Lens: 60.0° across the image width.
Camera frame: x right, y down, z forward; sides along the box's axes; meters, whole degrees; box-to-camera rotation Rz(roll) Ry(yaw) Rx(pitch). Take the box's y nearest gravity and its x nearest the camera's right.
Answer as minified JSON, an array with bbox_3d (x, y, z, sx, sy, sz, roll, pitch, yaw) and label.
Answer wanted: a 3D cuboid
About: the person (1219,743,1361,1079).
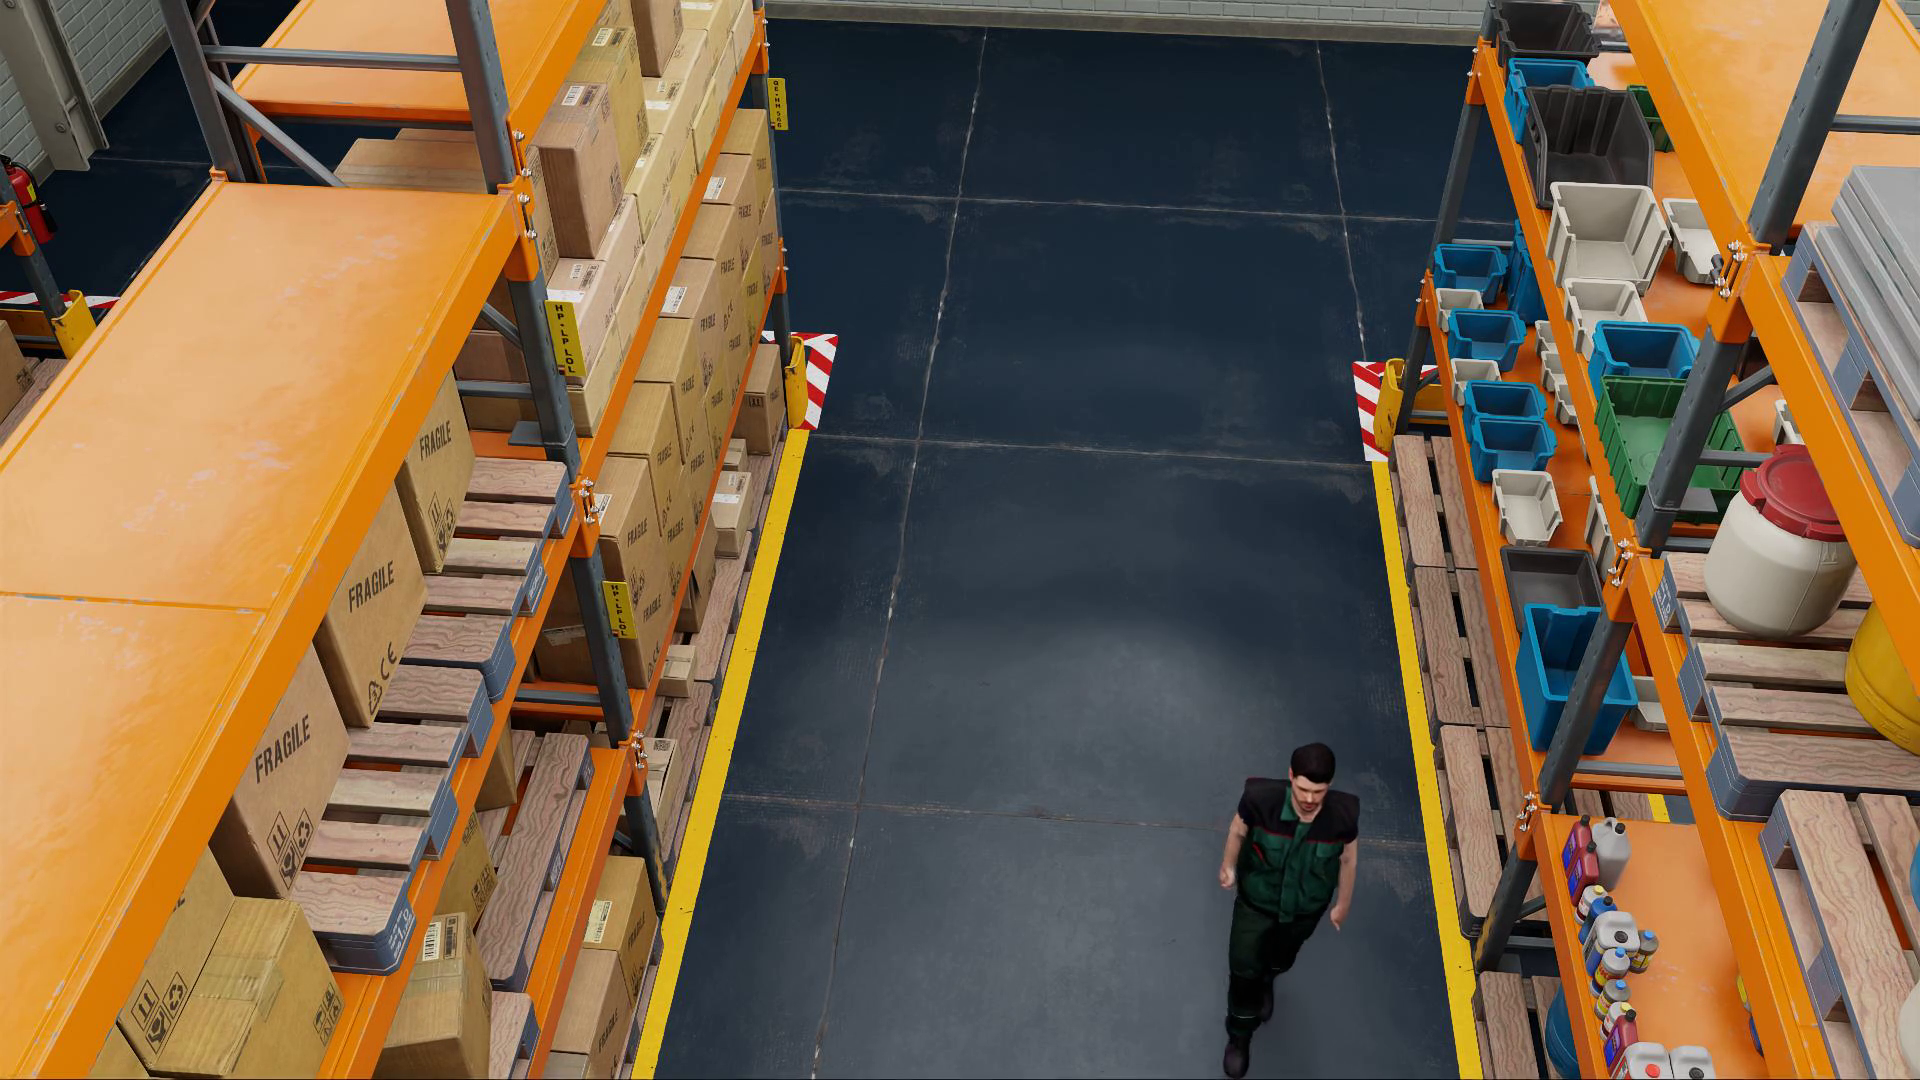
[{"bbox_3d":[1.411,1.456,7.269,0.695,1.886,0.866,4,43,4],"label":"person"}]
